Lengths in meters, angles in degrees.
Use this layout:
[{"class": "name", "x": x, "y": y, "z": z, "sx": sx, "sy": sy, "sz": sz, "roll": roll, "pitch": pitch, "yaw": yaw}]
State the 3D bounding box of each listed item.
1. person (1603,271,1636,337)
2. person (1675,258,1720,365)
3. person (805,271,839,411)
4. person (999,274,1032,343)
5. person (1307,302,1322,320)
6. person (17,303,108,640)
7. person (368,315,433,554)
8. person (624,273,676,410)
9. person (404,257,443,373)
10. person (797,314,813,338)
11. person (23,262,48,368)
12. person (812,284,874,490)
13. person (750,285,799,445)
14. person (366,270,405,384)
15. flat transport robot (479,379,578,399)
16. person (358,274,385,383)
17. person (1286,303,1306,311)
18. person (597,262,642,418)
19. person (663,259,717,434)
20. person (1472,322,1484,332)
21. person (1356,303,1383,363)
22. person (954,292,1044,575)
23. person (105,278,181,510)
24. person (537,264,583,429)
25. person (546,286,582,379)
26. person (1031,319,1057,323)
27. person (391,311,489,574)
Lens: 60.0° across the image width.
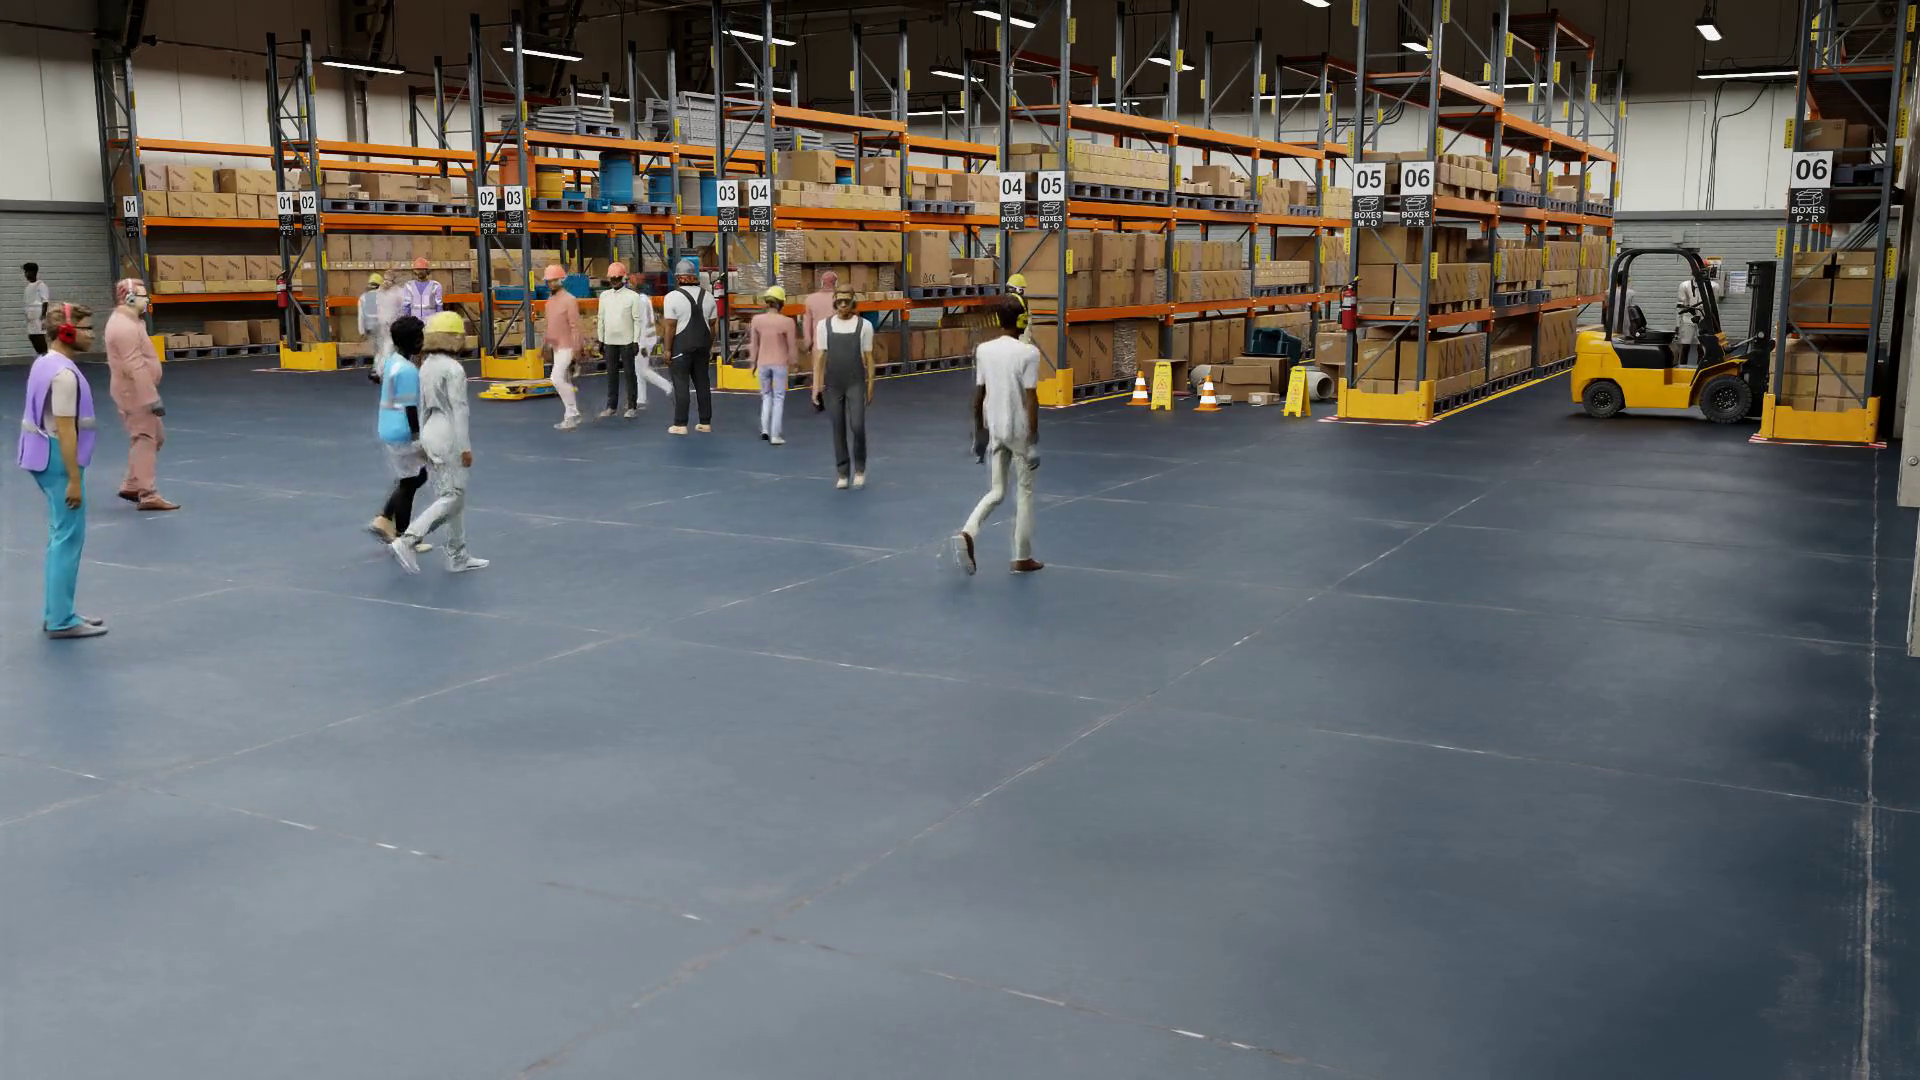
[{"class": "person", "x": 10.800, "y": -3.496, "z": 27.325, "sx": 0.480, "sy": 1.826, "sz": 0.843, "roll": 3, "pitch": 10, "yaw": 15}, {"class": "person", "x": 11.707, "y": -3.451, "z": 26.440, "sx": 0.613, "sy": 2.041, "sz": 0.393, "roll": 5, "pitch": 11, "yaw": 25}, {"class": "person", "x": -1.771, "y": -2.675, "z": 22.370, "sx": 0.648, "sy": 1.881, "sz": 0.844, "roll": 1, "pitch": 10, "yaw": 4}, {"class": "person", "x": 0.766, "y": -2.683, "z": 22.555, "sx": 0.403, "sy": 1.834, "sz": 0.586, "roll": -6, "pitch": 12, "yaw": -32}, {"class": "person", "x": 8.063, "y": -5.360, "z": 38.121, "sx": 0.638, "sy": 1.882, "sz": 0.634, "roll": 1, "pitch": 10, "yaw": 8}, {"class": "person", "x": -4.871, "y": -0.366, "z": 9.042, "sx": 0.428, "sy": 1.824, "sz": 0.578, "roll": -7, "pitch": 12, "yaw": -36}, {"class": "person", "x": -3.854, "y": -0.720, "z": 11.534, "sx": 0.370, "sy": 1.680, "sz": 0.540, "roll": -5, "pitch": 11, "yaw": -25}, {"class": "person", "x": -4.178, "y": -2.661, "z": 22.370, "sx": 0.688, "sy": 1.857, "sz": 0.616, "roll": -1, "pitch": 10, "yaw": -7}, {"class": "person", "x": -8.628, "y": -3.510, "z": 26.770, "sx": 0.607, "sy": 2.048, "sz": 0.370, "roll": -1, "pitch": 10, "yaw": -5}, {"class": "person", "x": -2.596, "y": -3.919, "z": 29.518, "sx": 0.625, "sy": 1.931, "sz": 0.368, "roll": 0, "pitch": 10, "yaw": -3}, {"class": "person", "x": -16.903, "y": -4.087, "z": 30.456, "sx": 0.653, "sy": 1.957, "sz": 0.370, "roll": 6, "pitch": 11, "yaw": 31}, {"class": "person", "x": -1.044, "y": -1.344, "z": 14.734, "sx": 0.526, "sy": 1.829, "sz": 0.574, "roll": 1, "pitch": 10, "yaw": 5}, {"class": "person", "x": -2.037, "y": -1.920, "z": 18.334, "sx": 0.546, "sy": 1.748, "sz": 0.456, "roll": 3, "pitch": 10, "yaw": 17}, {"class": "person", "x": -9.326, "y": -3.466, "z": 27.105, "sx": 0.670, "sy": 1.832, "sz": 1.032, "roll": 5, "pitch": 11, "yaw": 29}, {"class": "flat transport robot", "x": -6.324, "y": -2.223, "z": 24.426, "sx": 0.652, "sy": 0.197, "sz": 1.431, "roll": 5, "pitch": 11, "yaw": 26}, {"class": "person", "x": -9.579, "y": -3.473, "z": 27.318, "sx": 0.588, "sy": 1.788, "sz": 0.875, "roll": 1, "pitch": 10, "yaw": 5}, {"class": "person", "x": 7.749, "y": -5.259, "z": 38.335, "sx": 0.513, "sy": 1.586, "sz": 0.874, "roll": 5, "pitch": 11, "yaw": 28}, {"class": "person", "x": -4.386, "y": -2.568, "z": 21.403, "sx": 0.612, "sy": 1.997, "sz": 0.376, "roll": 3, "pitch": 10, "yaw": 16}, {"class": "person", "x": -3.217, "y": -2.267, "z": 19.513, "sx": 0.689, "sy": 2.000, "sz": 0.538, "roll": -9, "pitch": 13, "yaw": -42}, {"class": "person", "x": 10.270, "y": -4.387, "z": 32.323, "sx": 0.652, "sy": 1.904, "sz": 0.403, "roll": 3, "pitch": 10, "yaw": 17}, {"class": "person", "x": 6.707, "y": -3.566, "z": 27.416, "sx": 0.543, "sy": 1.939, "sz": 0.371, "roll": 6, "pitch": 11, "yaw": 31}, {"class": "person", "x": 0.281, "y": -0.664, "z": 10.713, "sx": 0.517, "sy": 1.847, "sz": 0.734, "roll": 8, "pitch": 12, "yaw": 38}, {"class": "person", "x": -6.682, "y": -1.175, "z": 13.553, "sx": 0.442, "sy": 1.898, "sz": 0.682, "roll": -4, "pitch": 11, "yaw": -25}, {"class": "person", "x": -4.767, "y": -2.291, "z": 19.854, "sx": 0.480, "sy": 1.973, "sz": 0.611, "roll": -7, "pitch": 12, "yaw": -35}, {"class": "person", "x": -6.491, "y": -3.387, "z": 27.128, "sx": 0.540, "sy": 1.682, "sz": 0.540, "roll": 4, "pitch": 11, "yaw": 25}, {"class": "person", "x": 1.254, "y": -3.358, "z": 26.391, "sx": 0.556, "sy": 1.888, "sz": 1.017, "roll": 5, "pitch": 11, "yaw": 28}, {"class": "person", "x": -3.397, "y": -0.617, "z": 10.765, "sx": 0.601, "sy": 1.720, "sz": 0.515, "roll": -9, "pitch": 13, "yaw": -41}]
